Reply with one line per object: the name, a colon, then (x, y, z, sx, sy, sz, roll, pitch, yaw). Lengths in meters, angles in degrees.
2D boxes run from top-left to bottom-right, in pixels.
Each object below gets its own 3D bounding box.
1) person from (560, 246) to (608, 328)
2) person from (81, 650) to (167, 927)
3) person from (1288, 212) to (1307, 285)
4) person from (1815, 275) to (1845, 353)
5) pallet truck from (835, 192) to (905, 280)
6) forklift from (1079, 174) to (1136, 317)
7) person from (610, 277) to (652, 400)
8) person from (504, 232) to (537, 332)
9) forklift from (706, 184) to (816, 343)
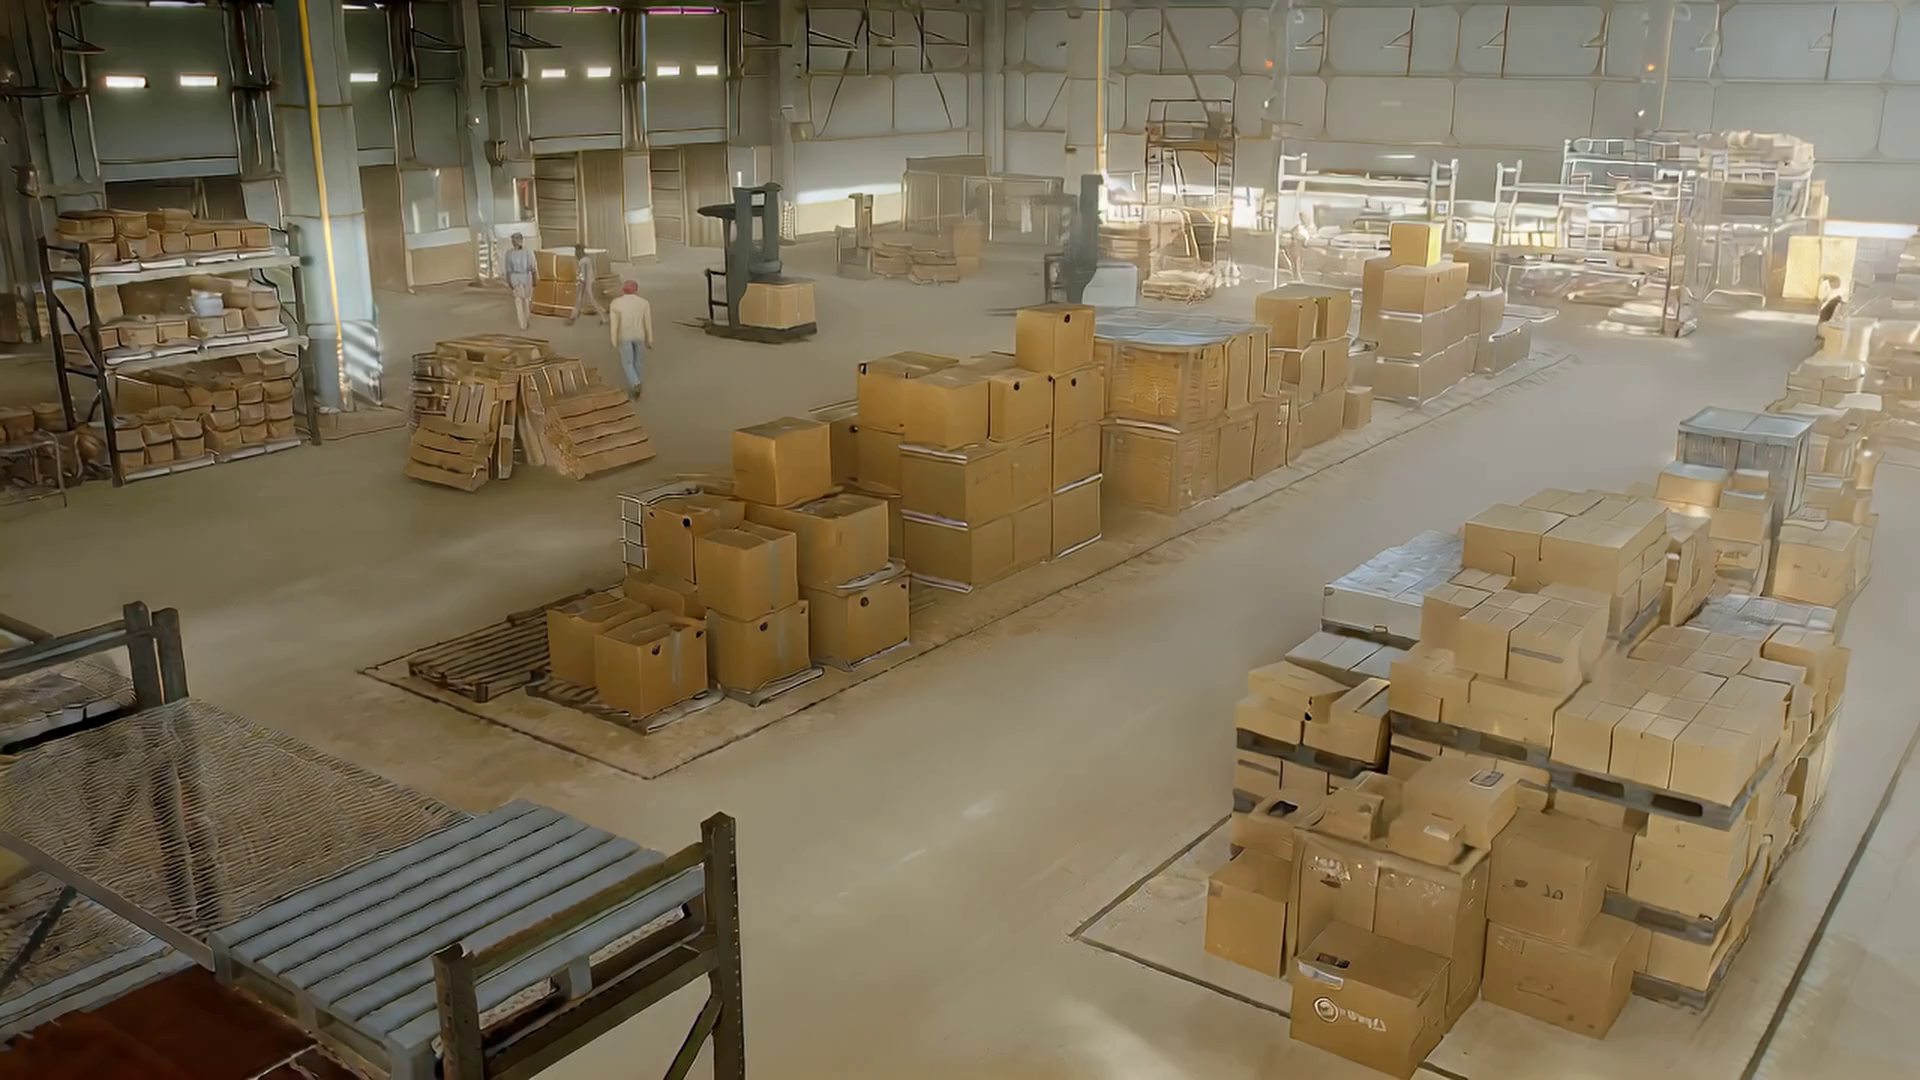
person: (-7.294, -4.907, 32.226, 0.929, 1.582, 0.519, -5, 17, -15)
person: (-5.258, 1.539, 10.441, 0.515, 1.843, 0.326, 6, 18, 21)
person: (7.079, -5.888, 34.874, 0.372, 1.940, 0.631, 6, 18, 19)
person: (13.475, -3.146, 25.827, 0.398, 1.920, 0.590, 2, 17, 6)
pallet truck: (-1.936, -7.159, 38.982, 1.885, 1.965, 0.823, -12, 21, -34)
forklift: (2.567, -5.825, 33.062, 1.873, 2.768, 1.129, 1, 17, 2)
person: (-5.035, -3.080, 25.607, 0.640, 1.918, 0.619, -8, 19, -25)
person: (-8.440, -4.983, 31.965, 0.550, 1.896, 0.859, -5, 17, -16)
forklift: (-3.717, -5.181, 30.929, 1.873, 2.768, 1.129, 12, 21, 35)
